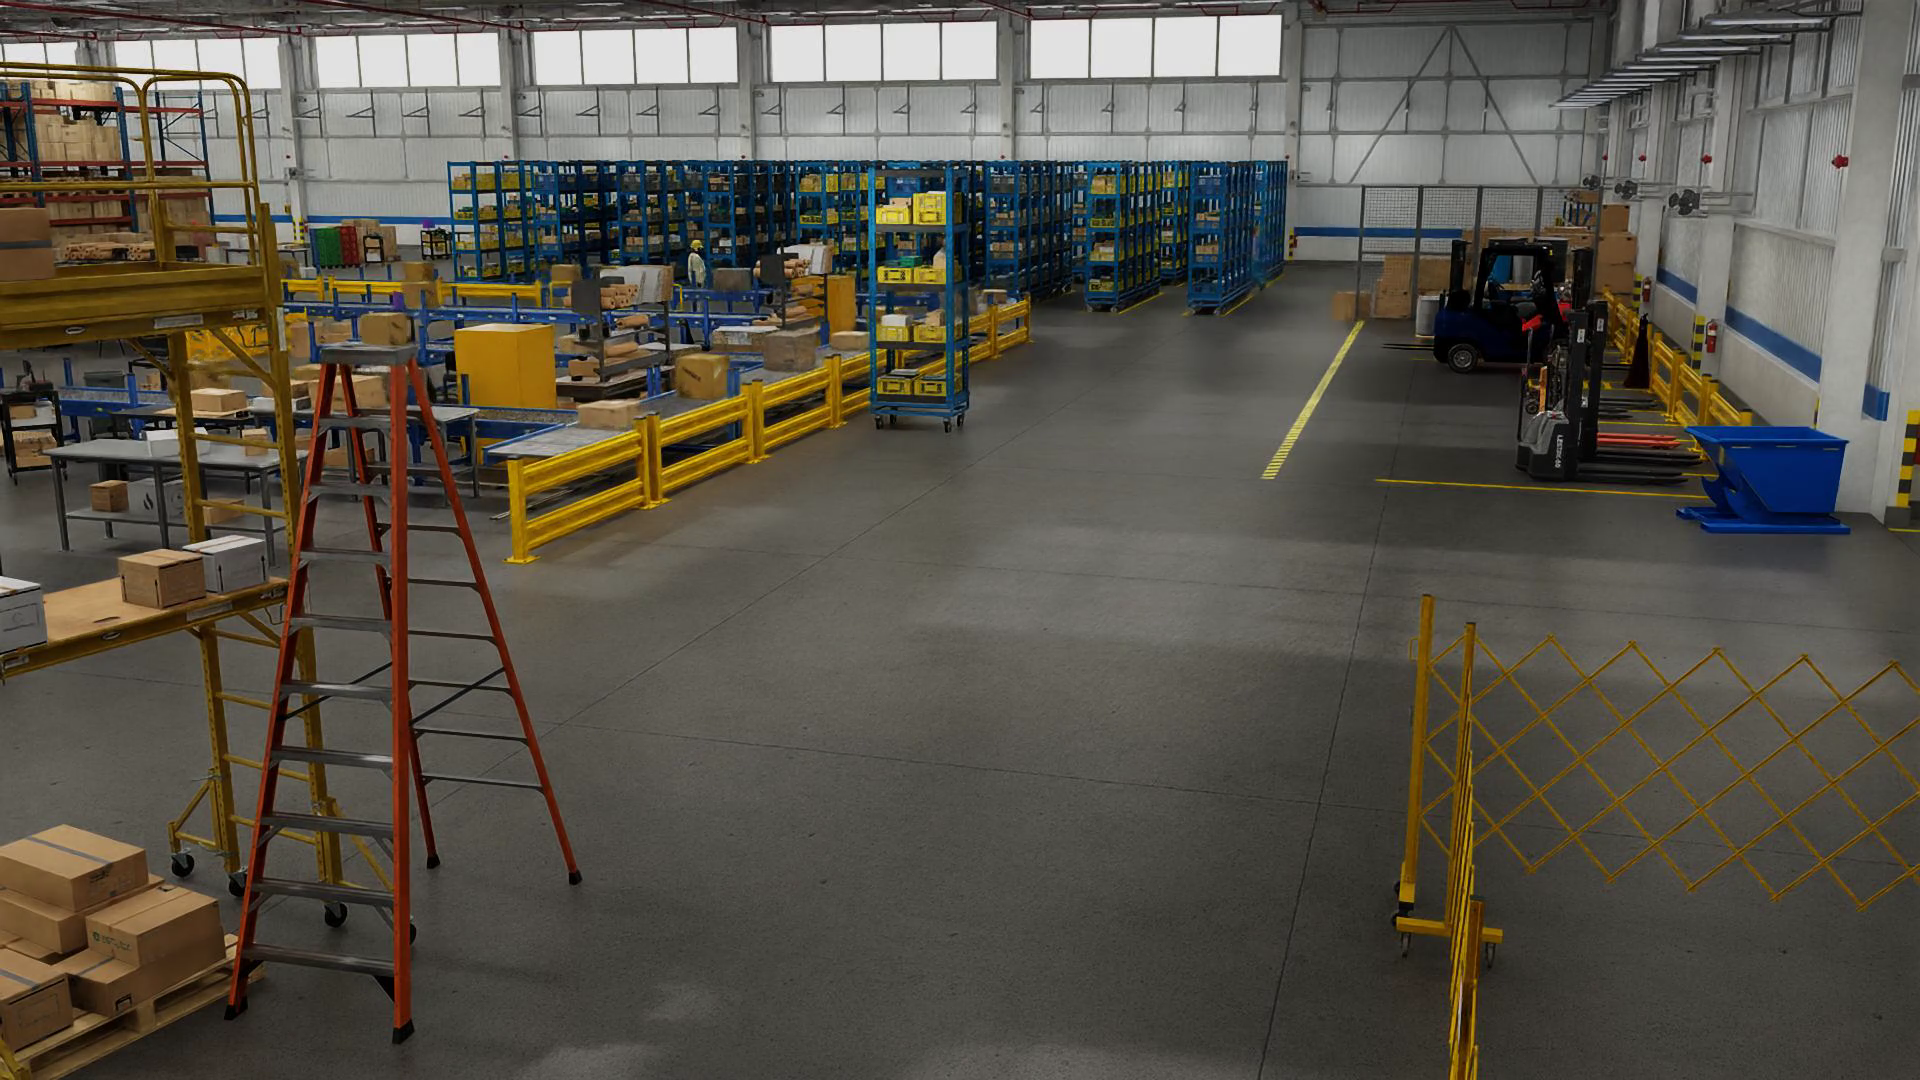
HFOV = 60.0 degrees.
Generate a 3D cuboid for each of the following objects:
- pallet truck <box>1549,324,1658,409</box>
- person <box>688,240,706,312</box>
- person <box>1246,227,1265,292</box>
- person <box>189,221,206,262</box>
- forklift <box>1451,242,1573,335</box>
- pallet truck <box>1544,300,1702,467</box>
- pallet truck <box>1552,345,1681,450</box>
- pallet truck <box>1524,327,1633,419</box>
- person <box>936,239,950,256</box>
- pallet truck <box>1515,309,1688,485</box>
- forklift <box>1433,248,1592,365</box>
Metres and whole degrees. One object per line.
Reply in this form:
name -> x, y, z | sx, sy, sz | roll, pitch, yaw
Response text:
pallet truck -> 9.824, -2.669, 25.407 | 1.601, 1.201, 0.680 | 4, 14, 16
person -> -6.117, -6.064, 38.754 | 0.404, 1.830, 0.602 | -5, 14, -20
person -> 8.069, -7.736, 45.972 | 0.661, 1.830, 0.575 | 1, 13, 6
person -> -21.299, -7.952, 46.600 | 0.835, 1.973, 0.614 | 1, 13, 4
forklift -> 10.464, -4.597, 31.405 | 2.680, 1.987, 1.157 | 4, 14, 16
pallet truck -> 8.263, -1.952, 20.631 | 1.885, 1.965, 0.823 | 5, 14, 20
pallet truck -> 8.641, -1.896, 21.908 | 1.630, 1.274, 0.653 | 4, 14, 16
pallet truck -> 9.065, -2.460, 24.370 | 1.522, 1.261, 0.704 | 3, 13, 14
person -> -0.339, -5.912, 38.010 | 0.487, 1.926, 0.678 | 5, 14, 22
pallet truck -> 7.554, -1.677, 19.446 | 1.885, 1.965, 0.823 | 3, 13, 14
forklift -> 9.780, -4.111, 29.280 | 2.680, 1.987, 1.157 | 3, 13, 14
